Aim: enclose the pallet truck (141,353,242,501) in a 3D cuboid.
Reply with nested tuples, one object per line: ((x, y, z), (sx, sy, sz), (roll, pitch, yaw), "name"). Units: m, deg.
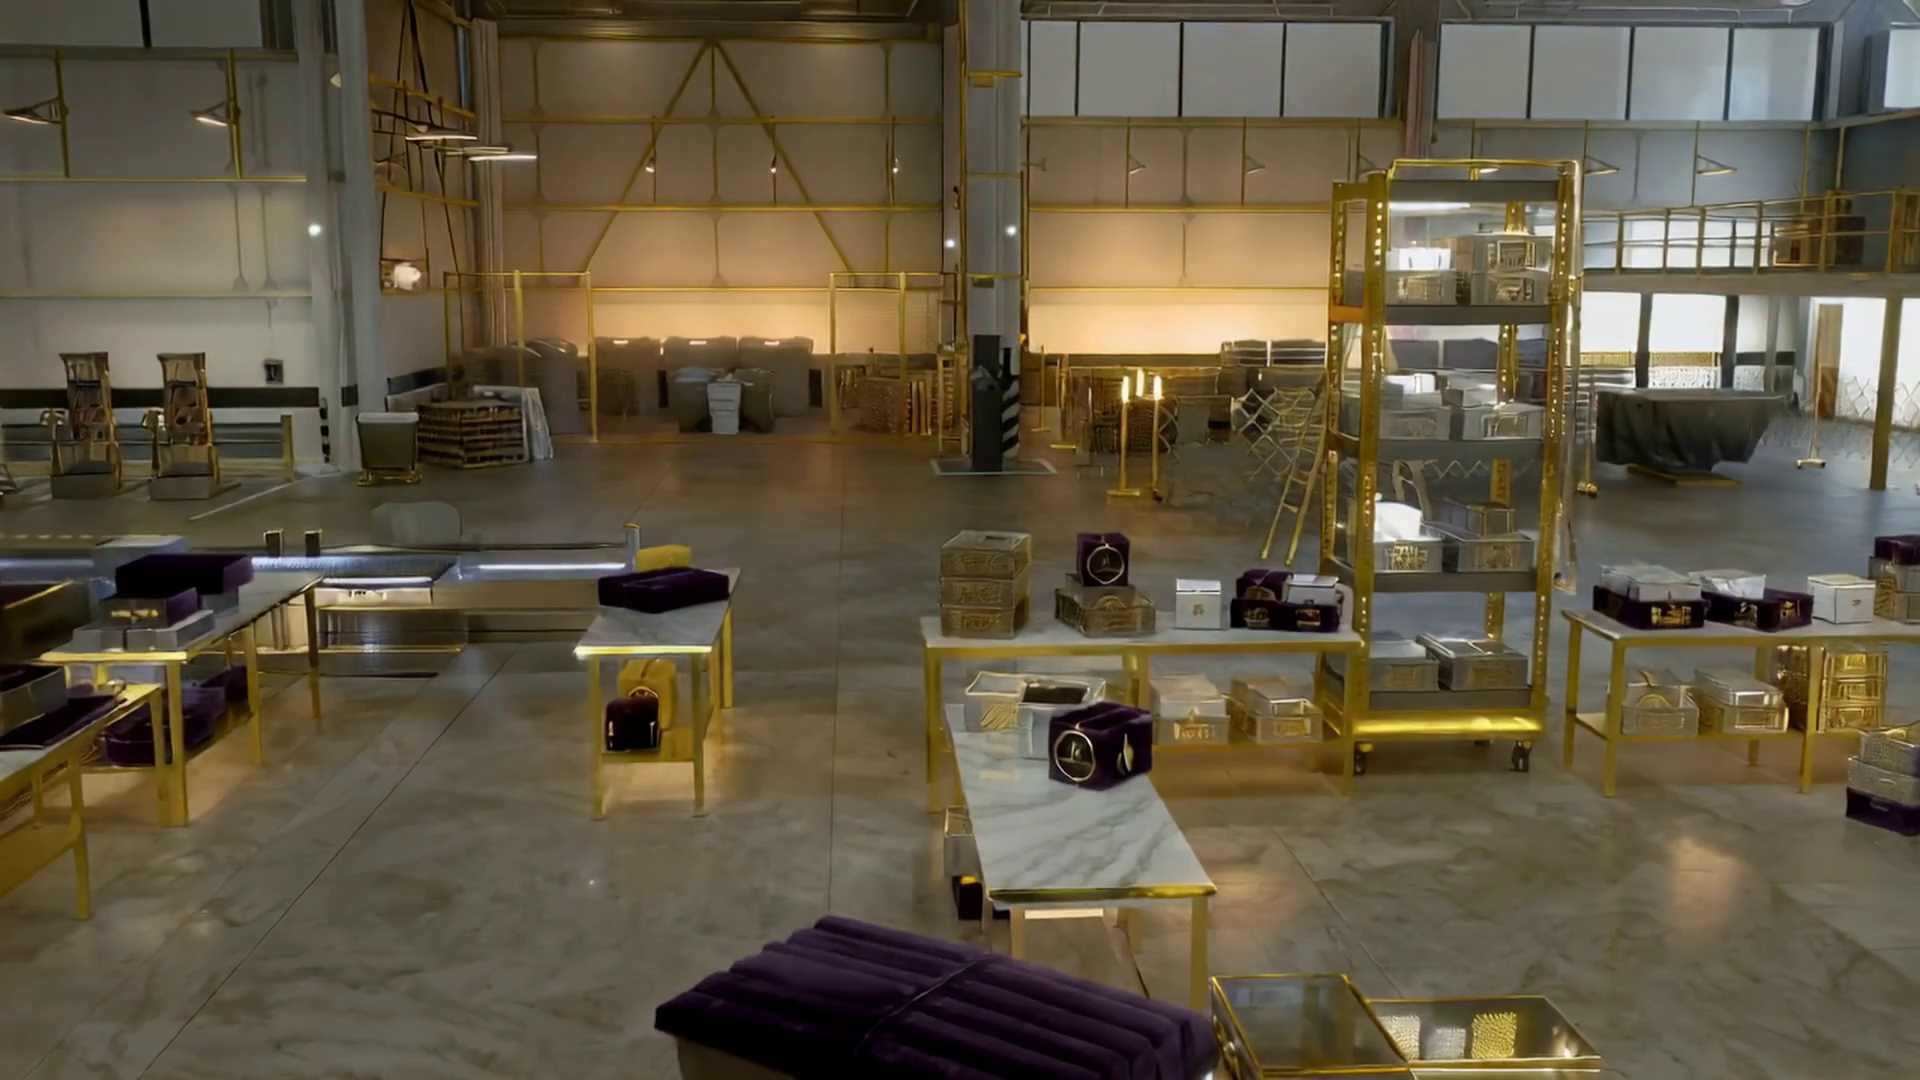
((-10.520, -1.604, 22.925), (0.823, 1.965, 1.885), (-1, 9, -6), "pallet truck")

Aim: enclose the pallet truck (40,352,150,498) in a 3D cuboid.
((-11.907, -1.642, 23.165), (0.823, 1.965, 1.885), (0, 9, 0), "pallet truck")

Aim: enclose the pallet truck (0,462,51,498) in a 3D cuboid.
((-13.193, -1.293, 23.148), (0.653, 1.274, 1.630), (-1, 9, -4), "pallet truck")
